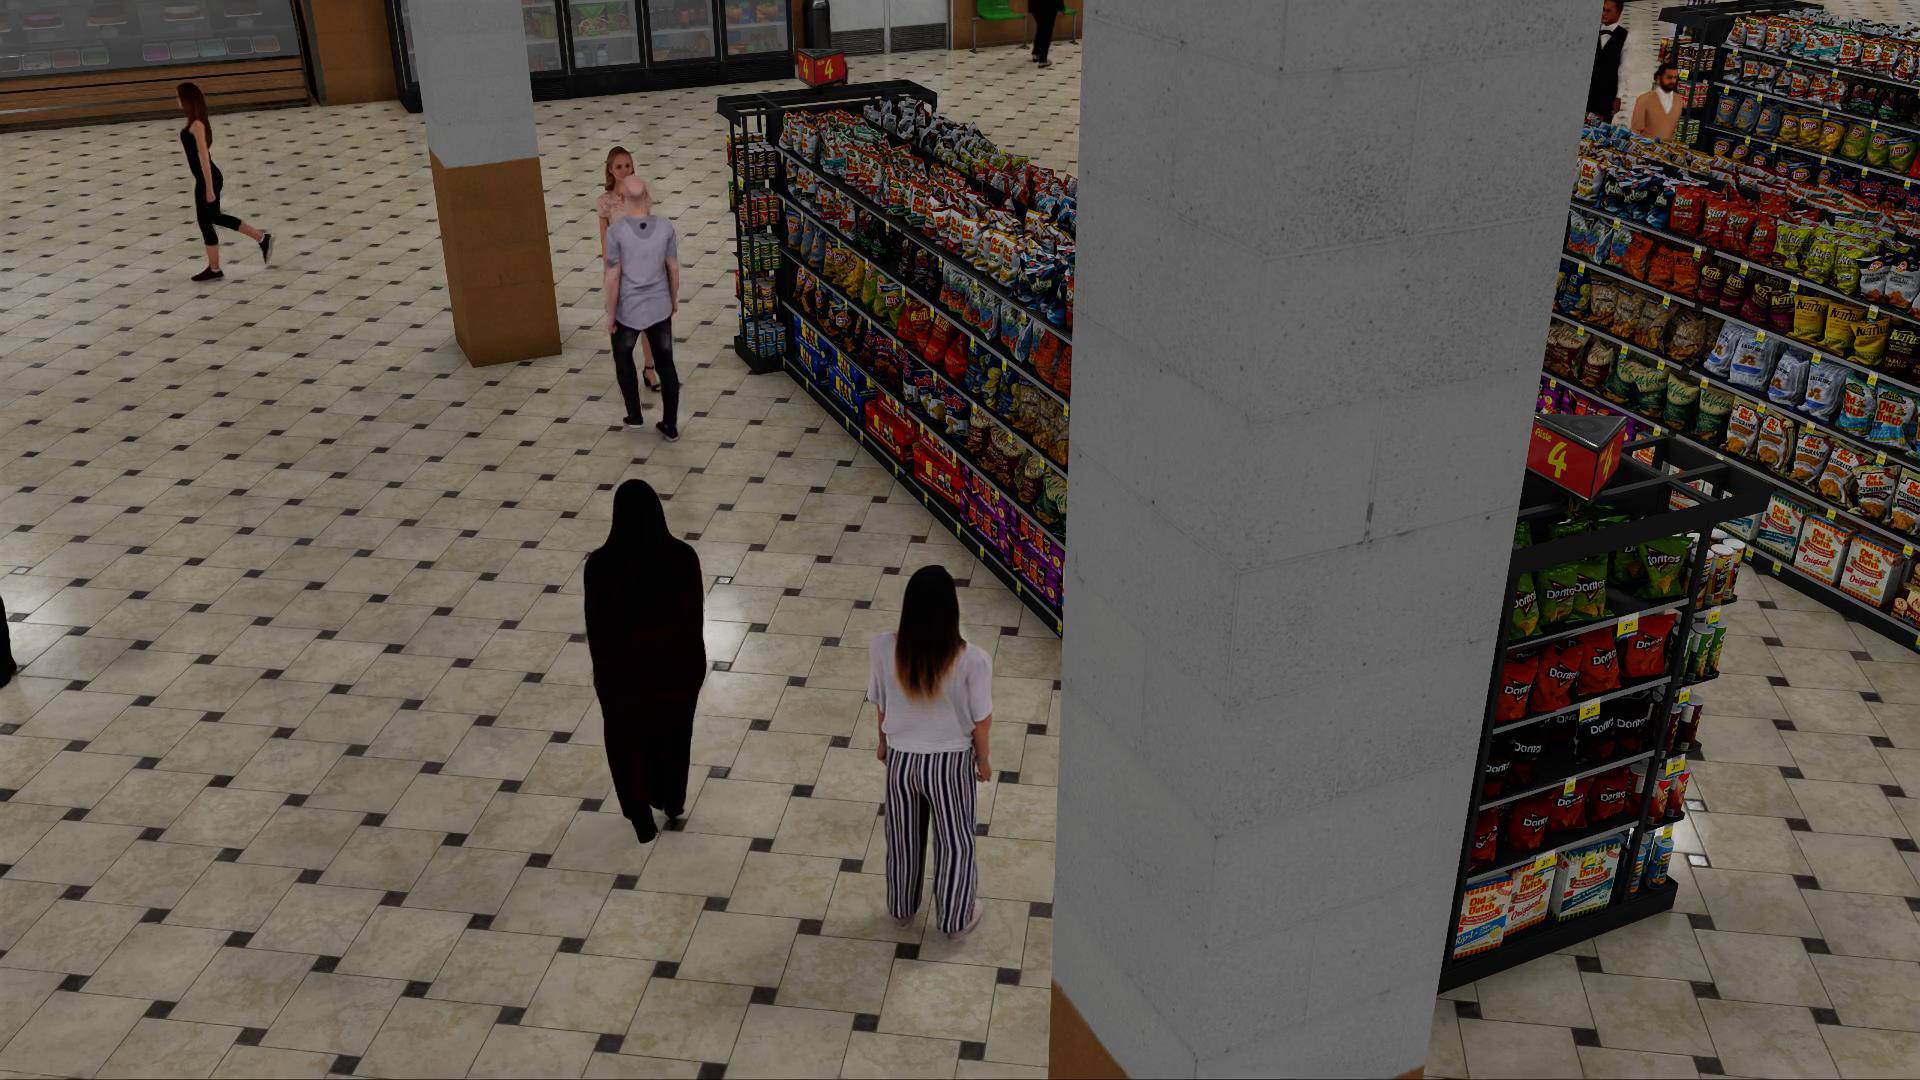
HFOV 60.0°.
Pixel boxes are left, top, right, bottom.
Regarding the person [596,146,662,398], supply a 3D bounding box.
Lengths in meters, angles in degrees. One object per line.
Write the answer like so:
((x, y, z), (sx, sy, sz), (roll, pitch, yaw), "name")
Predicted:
((-2.387, -1.937, 12.034), (0.586, 1.830, 0.523), (-15, 31, -28), "person")

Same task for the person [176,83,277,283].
((-6.456, -3.110, 14.482), (0.642, 1.709, 0.911), (-11, 29, -21), "person")

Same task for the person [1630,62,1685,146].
((6.216, -3.468, 15.186), (0.936, 1.711, 1.287), (-3, 27, -6), "person")

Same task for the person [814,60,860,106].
((-1.177, -3.774, 15.860), (0.813, 1.647, 0.661), (-11, 29, -20), "person")

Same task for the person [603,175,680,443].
((-2.109, -1.516, 11.221), (0.748, 1.815, 0.688), (-14, 30, -26), "person")

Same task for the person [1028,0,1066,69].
((1.125, -7.310, 22.877), (0.706, 1.607, 0.816), (20, 33, 34), "person")

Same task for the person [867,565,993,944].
((-0.117, 0.866, 6.674), (0.779, 1.680, 0.842), (10, 28, 18), "person")

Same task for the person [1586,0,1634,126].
((6.653, -4.669, 17.324), (0.703, 1.918, 0.840), (20, 33, 33), "person")

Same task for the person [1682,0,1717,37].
((10.741, -8.020, 24.010), (0.694, 1.847, 0.752), (9, 28, 17), "person")

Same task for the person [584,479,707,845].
((-1.317, 0.585, 7.154), (0.725, 1.746, 0.821), (-7, 28, -14), "person")
